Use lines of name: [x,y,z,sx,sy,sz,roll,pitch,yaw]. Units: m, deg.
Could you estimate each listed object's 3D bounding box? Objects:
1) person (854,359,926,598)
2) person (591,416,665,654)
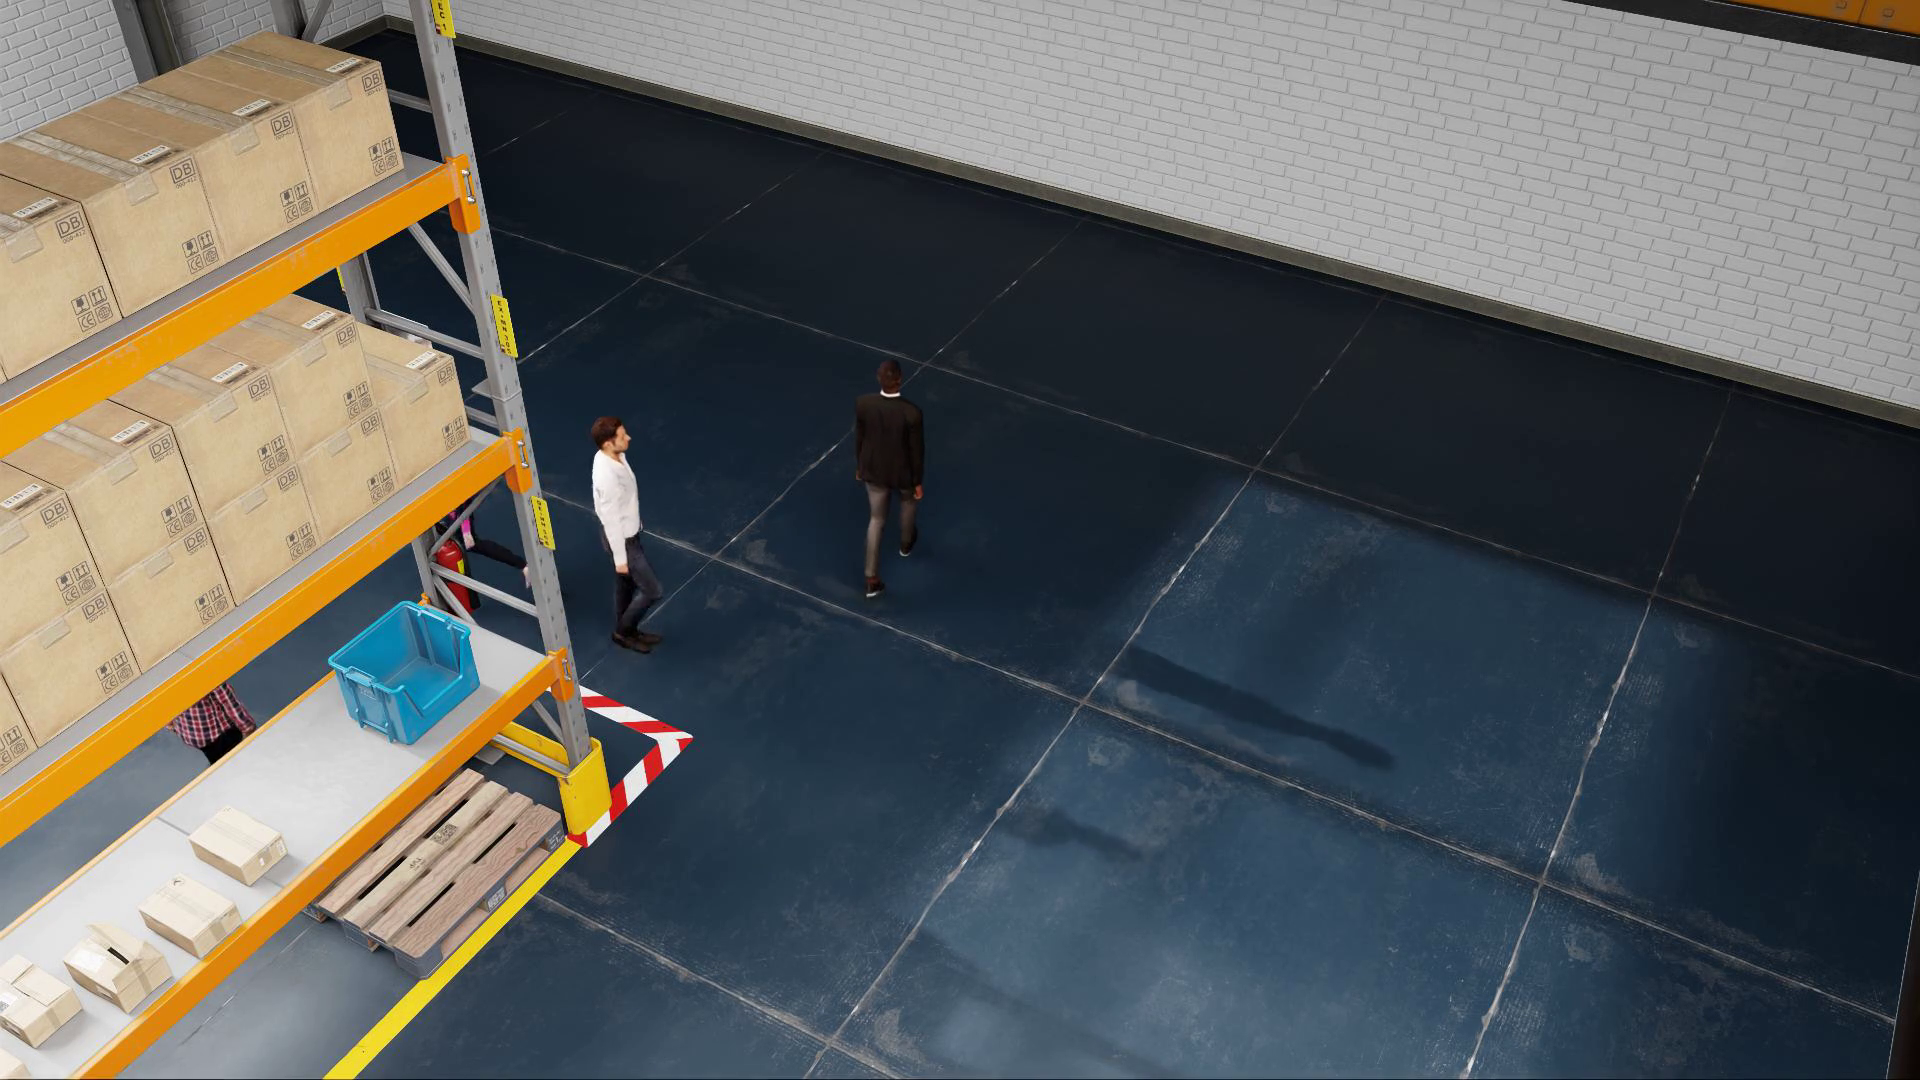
person: [-0.502,-0.399,11.317,0.885,1.762,1.230,9,39,11]
person: [-2.261,0.009,10.727,0.862,1.862,0.790,-7,39,-9]
